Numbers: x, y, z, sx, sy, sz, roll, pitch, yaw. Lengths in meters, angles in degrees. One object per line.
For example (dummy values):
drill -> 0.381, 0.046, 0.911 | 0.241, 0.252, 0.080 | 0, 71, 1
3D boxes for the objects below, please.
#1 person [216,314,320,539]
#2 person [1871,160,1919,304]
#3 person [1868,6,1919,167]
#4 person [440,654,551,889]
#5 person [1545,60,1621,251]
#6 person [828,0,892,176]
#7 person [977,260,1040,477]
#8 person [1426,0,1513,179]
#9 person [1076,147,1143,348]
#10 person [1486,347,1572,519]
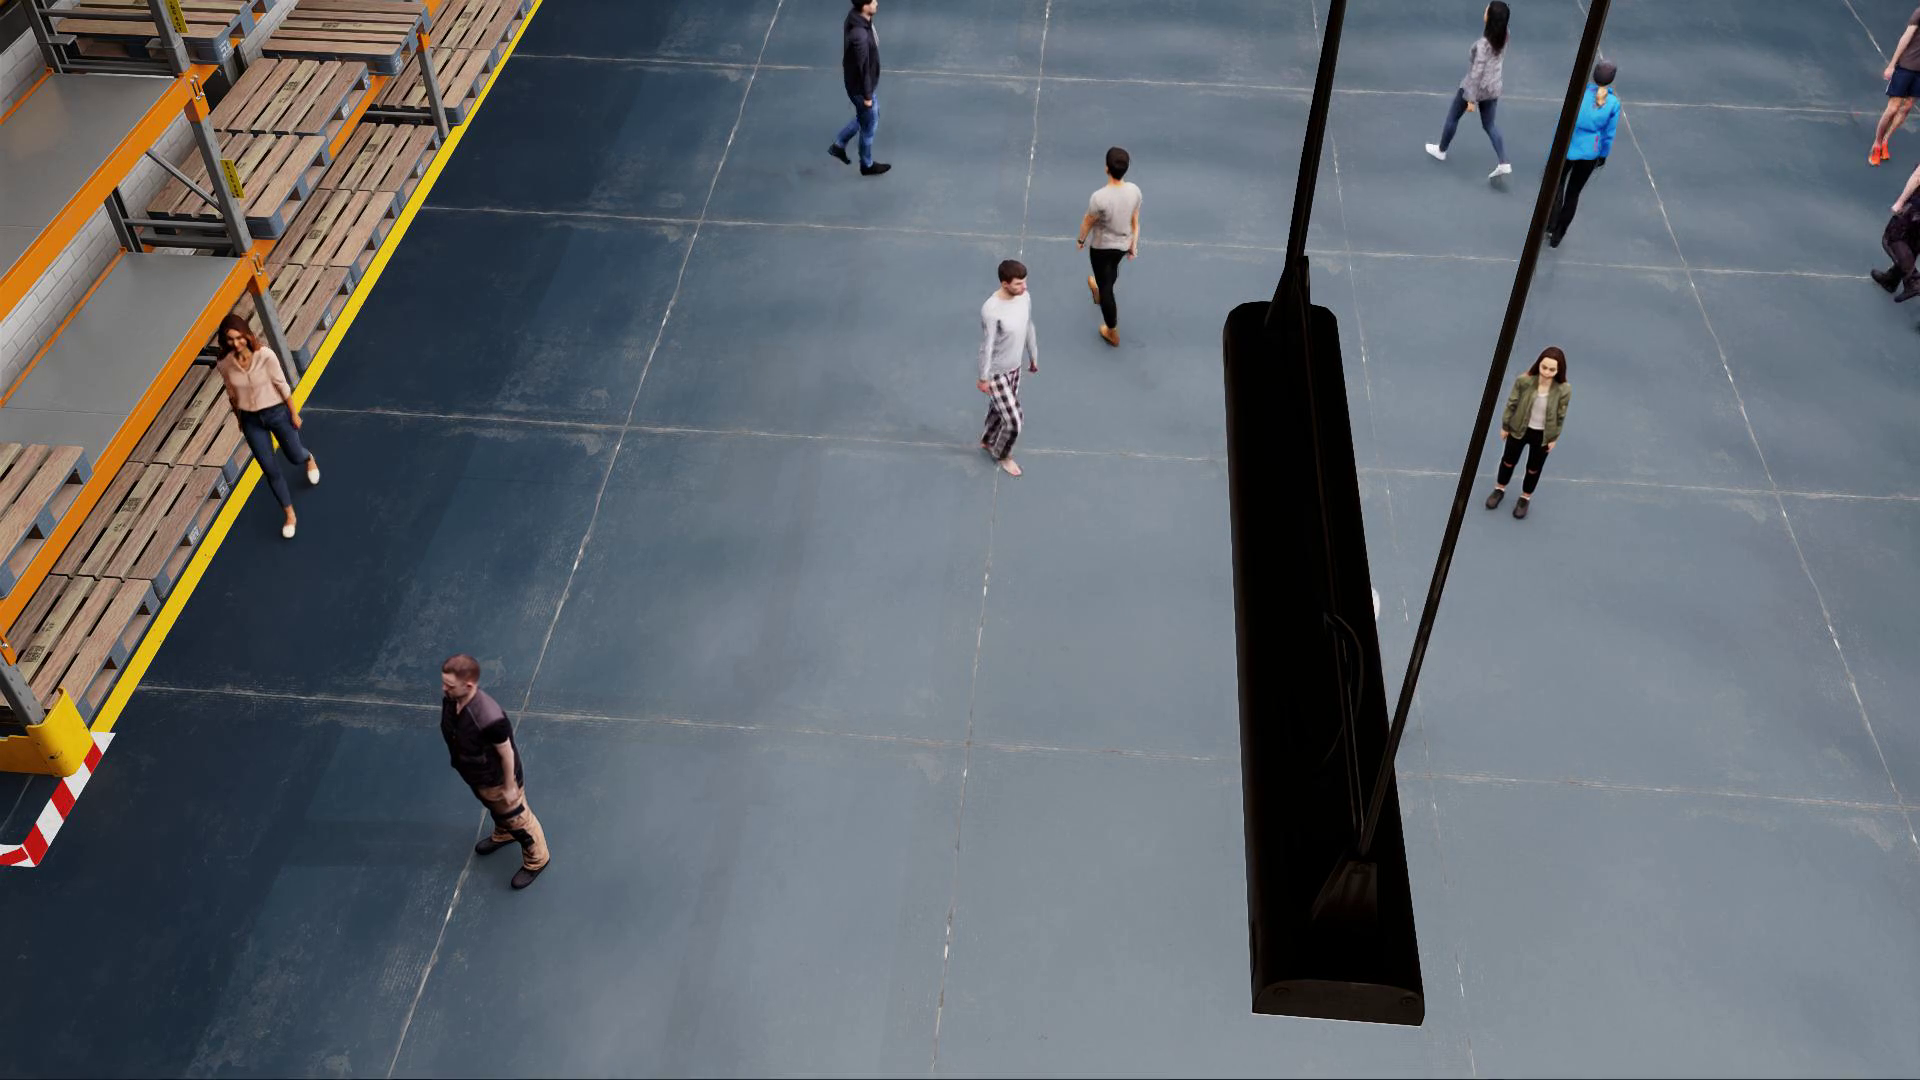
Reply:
person -> -4.990, -0.922, 12.022 | 0.771, 1.770, 1.070 | -7, 44, -7
person -> 8.163, -2.787, 13.934 | 0.936, 1.833, 1.035 | -14, 45, -15
person -> 9.024, -4.487, 15.713 | 0.700, 1.842, 0.701 | 6, 44, 7
person -> -2.714, 1.300, 9.638 | 0.775, 1.842, 0.811 | 34, 53, 30
person -> 5.389, -3.314, 14.525 | 0.705, 1.781, 0.714 | 14, 45, 15
person -> -0.991, -4.216, 15.401 | 0.875, 1.880, 0.857 | -8, 44, -8
person -> 0.252, -1.344, 12.420 | 0.907, 1.832, 0.849 | 30, 51, 28
person -> 4.916, -4.146, 15.461 | 1.078, 1.695, 1.240 | -23, 48, -22
person -> 1.255, -2.362, 13.594 | 0.936, 1.687, 1.149 | -17, 46, -17
person -> 4.165, -0.797, 12.105 | 0.634, 1.475, 0.611 | 18, 46, 18
